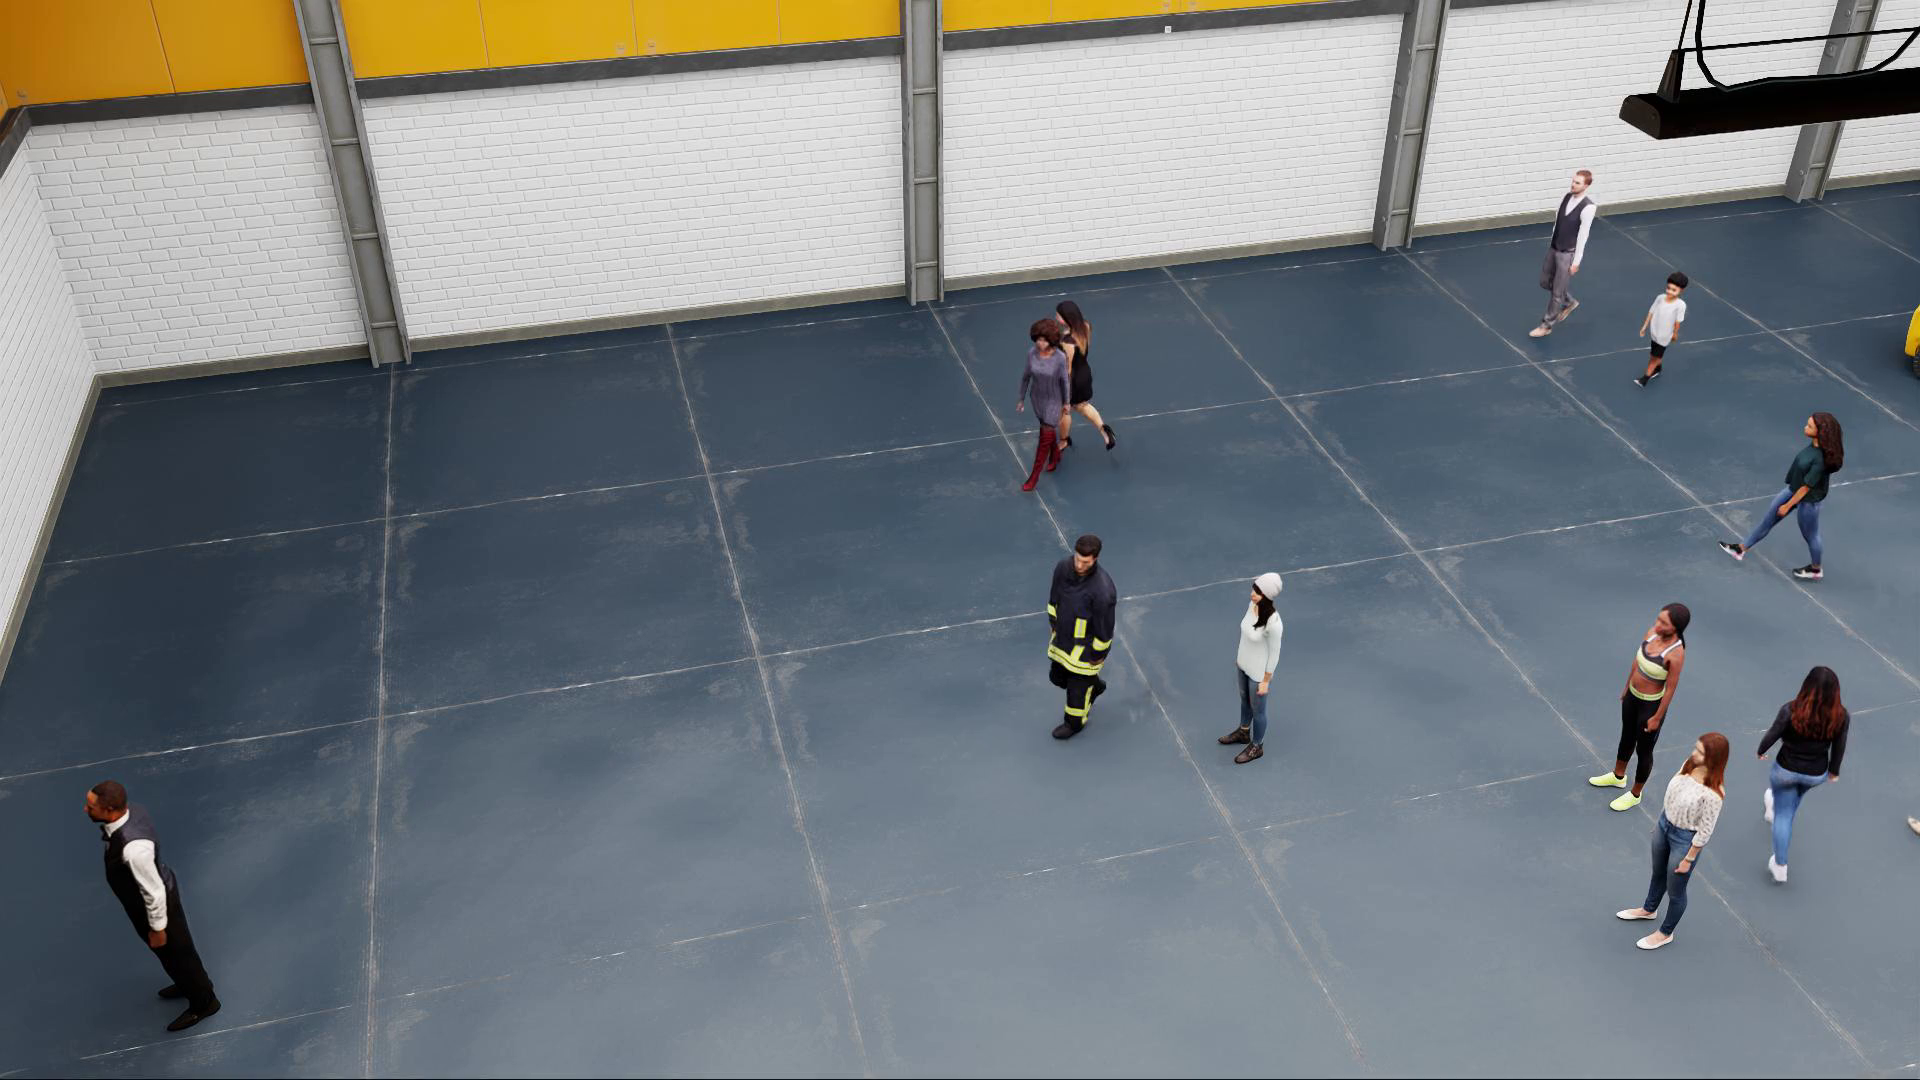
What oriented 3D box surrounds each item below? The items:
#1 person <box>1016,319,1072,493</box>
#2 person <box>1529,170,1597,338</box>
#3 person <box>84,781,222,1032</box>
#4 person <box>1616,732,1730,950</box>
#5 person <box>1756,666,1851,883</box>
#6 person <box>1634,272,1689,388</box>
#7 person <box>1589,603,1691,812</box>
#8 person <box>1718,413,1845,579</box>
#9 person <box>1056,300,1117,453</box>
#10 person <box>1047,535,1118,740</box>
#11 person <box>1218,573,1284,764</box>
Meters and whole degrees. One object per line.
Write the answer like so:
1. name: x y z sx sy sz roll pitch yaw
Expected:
1. person: 0.861 -1.336 15.708 1.037 1.676 1.106 18 38 25
2. person: 6.701 -3.158 18.227 0.904 1.922 0.708 -12 35 -18
3. person: -4.927 2.205 10.163 0.682 1.917 0.755 -18 38 -25
4. person: 4.668 1.920 10.762 0.536 1.729 0.593 -5 34 -7
5. person: 5.725 1.624 11.323 1.108 1.601 0.990 6 34 9
6. person: 7.398 -2.229 17.459 0.901 1.225 0.681 -22 40 -30
7. person: 4.912 1.165 11.876 0.511 1.753 0.558 -7 34 -11
8. person: 7.346 -0.325 14.284 1.191 1.569 0.940 7 34 11
9. person: 1.169 -1.520 15.977 1.050 1.685 0.987 18 38 25
10. person: 0.969 0.678 12.475 0.997 1.901 0.963 -23 40 -31
11. person: 2.193 0.929 12.329 0.526 1.645 0.585 -12 35 -17
